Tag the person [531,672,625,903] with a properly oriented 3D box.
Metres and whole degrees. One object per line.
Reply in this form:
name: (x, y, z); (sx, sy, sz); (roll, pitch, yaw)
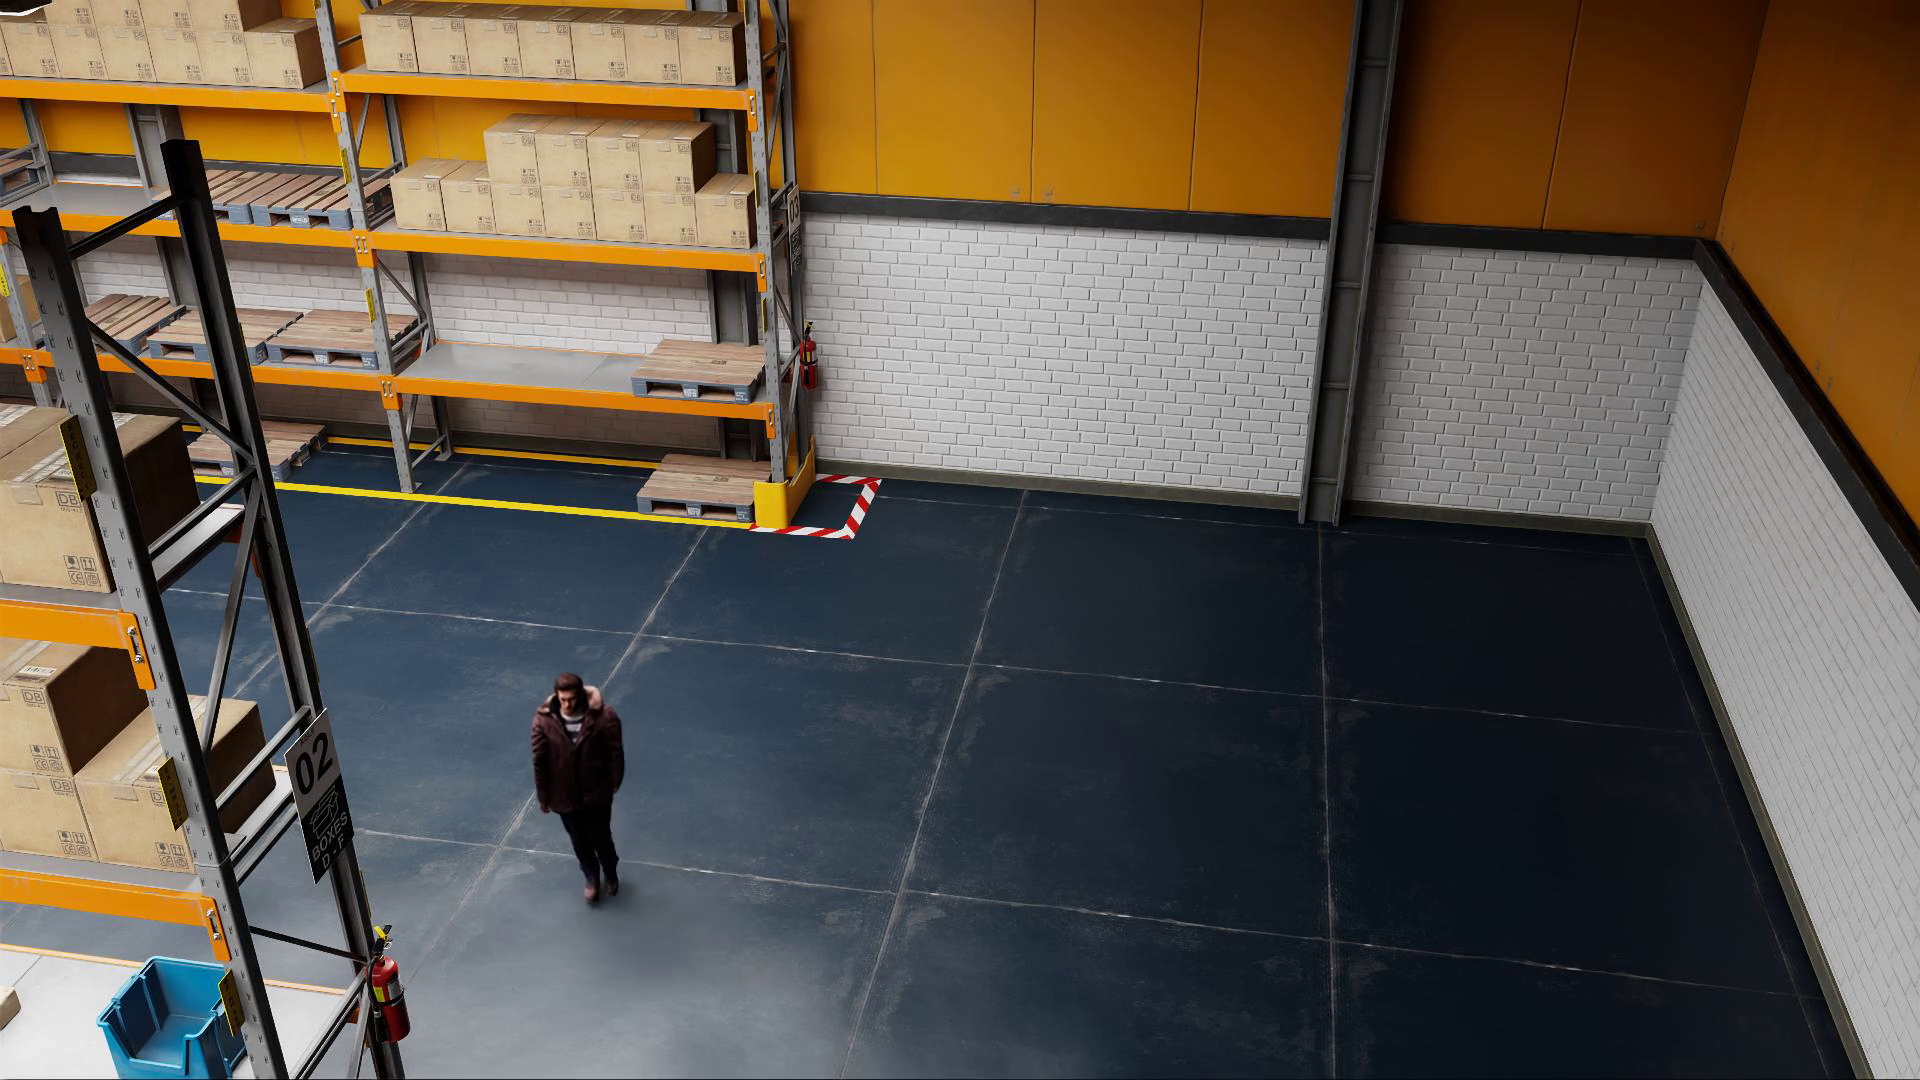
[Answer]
person: (-2.589, 1.649, 11.396); (0.749, 1.834, 0.881); (-2, 29, -3)
